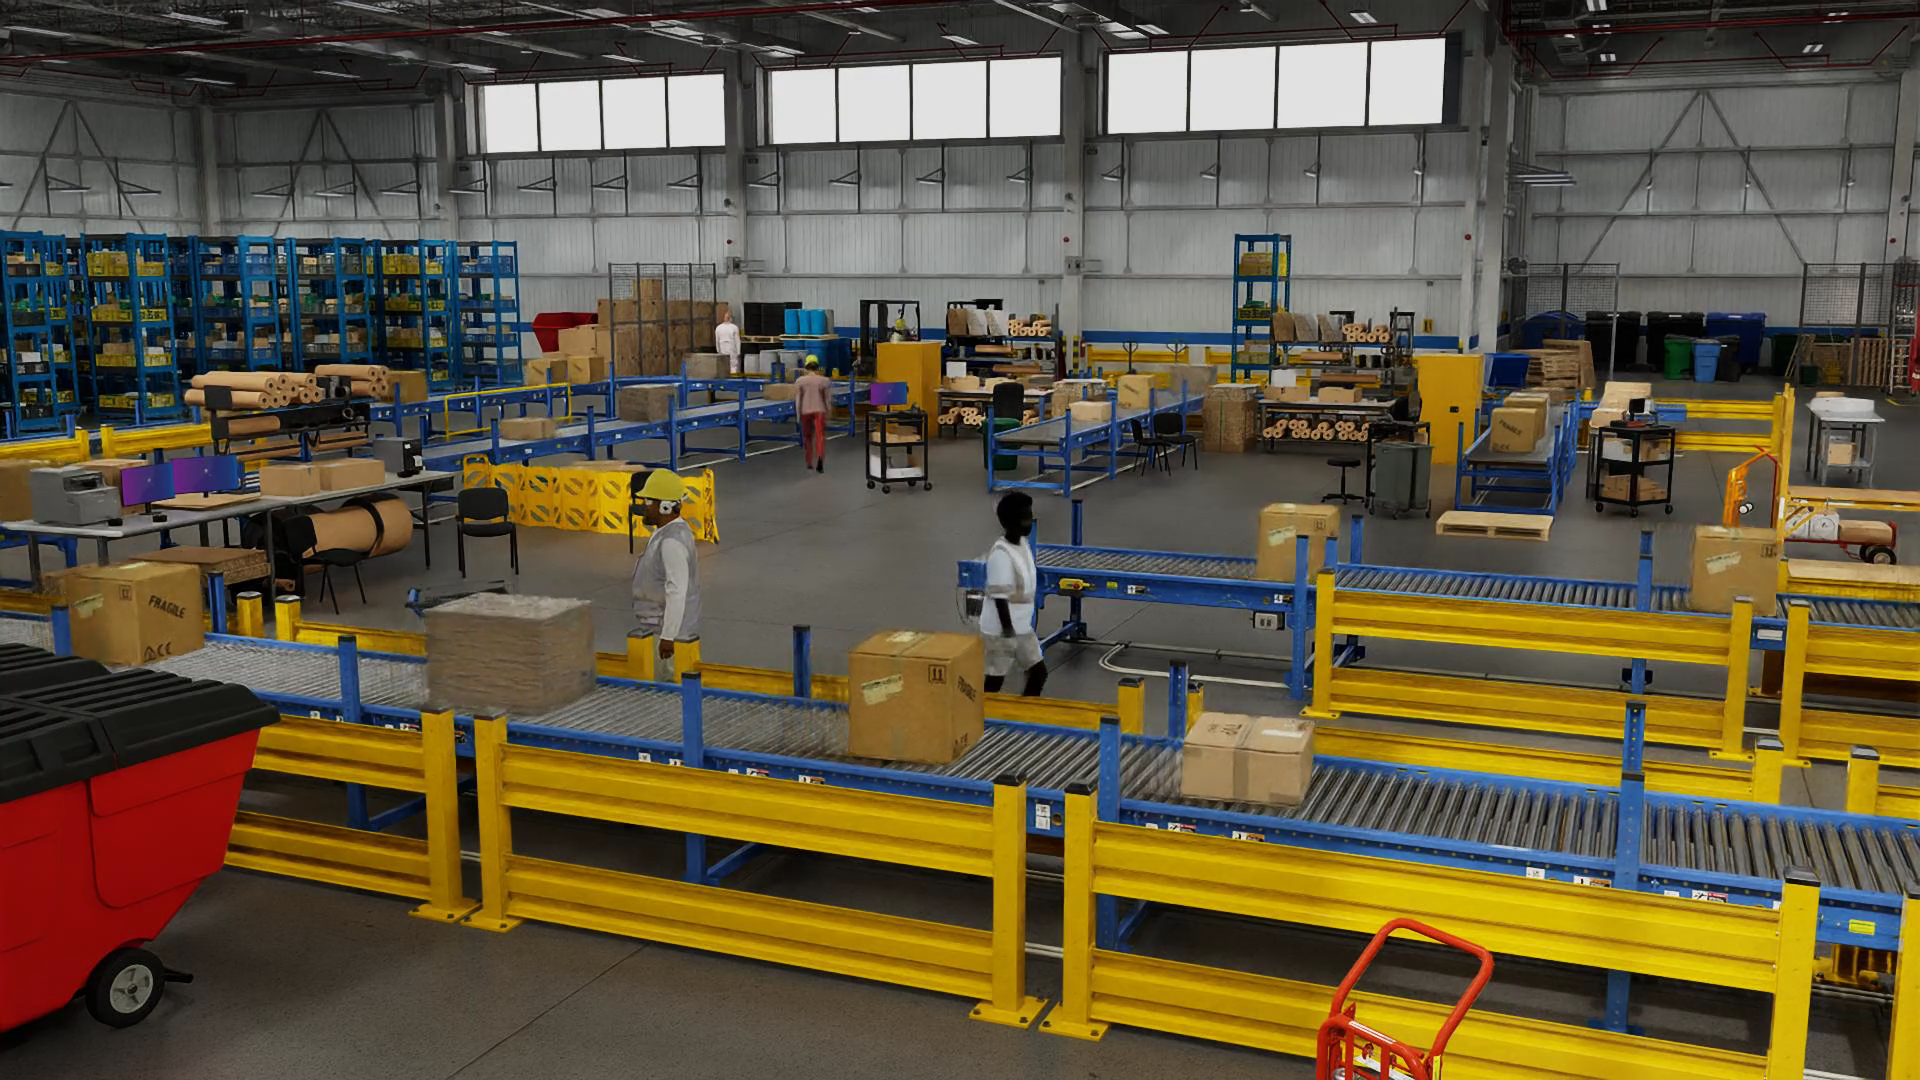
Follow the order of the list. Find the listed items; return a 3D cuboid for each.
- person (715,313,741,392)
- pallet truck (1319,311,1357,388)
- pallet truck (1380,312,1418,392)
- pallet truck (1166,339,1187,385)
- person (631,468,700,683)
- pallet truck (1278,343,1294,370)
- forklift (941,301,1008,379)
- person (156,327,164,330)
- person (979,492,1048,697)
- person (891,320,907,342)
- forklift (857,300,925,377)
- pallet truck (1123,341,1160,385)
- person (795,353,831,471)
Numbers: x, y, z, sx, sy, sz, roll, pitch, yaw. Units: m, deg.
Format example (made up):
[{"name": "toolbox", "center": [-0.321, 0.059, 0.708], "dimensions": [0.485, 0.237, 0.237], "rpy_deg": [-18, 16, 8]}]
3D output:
[{"name": "person", "center": [-5.568, -4.534, 40.175], "dimensions": [0.644, 1.905, 0.400], "rpy_deg": [4, 10, 21]}, {"name": "pallet truck", "center": [9.071, -4.419, 39.190], "dimensions": [0.823, 1.965, 1.885], "rpy_deg": [5, 10, 26]}, {"name": "pallet truck", "center": [10.207, -4.283, 38.369], "dimensions": [0.823, 1.965, 1.885], "rpy_deg": [3, 10, 20]}, {"name": "pallet truck", "center": [5.418, -4.269, 40.420], "dimensions": [0.704, 1.261, 1.522], "rpy_deg": [3, 10, 20]}, {"name": "person", "center": [-1.762, 0.483, 9.972], "dimensions": [0.403, 1.837, 0.591], "rpy_deg": [-2, 10, -13]}, {"name": "pallet truck", "center": [7.886, -4.163, 39.743], "dimensions": [0.653, 1.274, 1.630], "rpy_deg": [4, 10, 22]}, {"name": "forklift", "center": [0.365, -4.966, 41.571], "dimensions": [1.157, 1.987, 2.680], "rpy_deg": [3, 10, 20]}, {"name": "person", "center": [-17.933, -4.024, 37.319], "dimensions": [0.569, 1.831, 0.411], "rpy_deg": [-7, 12, -37]}, {"name": "person", "center": [0.359, 0.544, 10.084], "dimensions": [0.624, 1.671, 0.552], "rpy_deg": [4, 10, 21]}, {"name": "person", "center": [-1.374, -4.042, 37.553], "dimensions": [0.406, 1.796, 0.636], "rpy_deg": [-1, 9, -7]}, {"name": "forklift", "center": [-1.732, -5.109, 42.468], "dimensions": [1.157, 1.987, 2.680], "rpy_deg": [4, 10, 22]}, {"name": "pallet truck", "center": [4.445, -4.380, 41.279], "dimensions": [0.680, 1.201, 1.601], "rpy_deg": [4, 10, 22]}, {"name": "person", "center": [-2.164, -1.881, 24.590], "dimensions": [0.530, 1.744, 0.746], "rpy_deg": [-1, 9, -8]}]
